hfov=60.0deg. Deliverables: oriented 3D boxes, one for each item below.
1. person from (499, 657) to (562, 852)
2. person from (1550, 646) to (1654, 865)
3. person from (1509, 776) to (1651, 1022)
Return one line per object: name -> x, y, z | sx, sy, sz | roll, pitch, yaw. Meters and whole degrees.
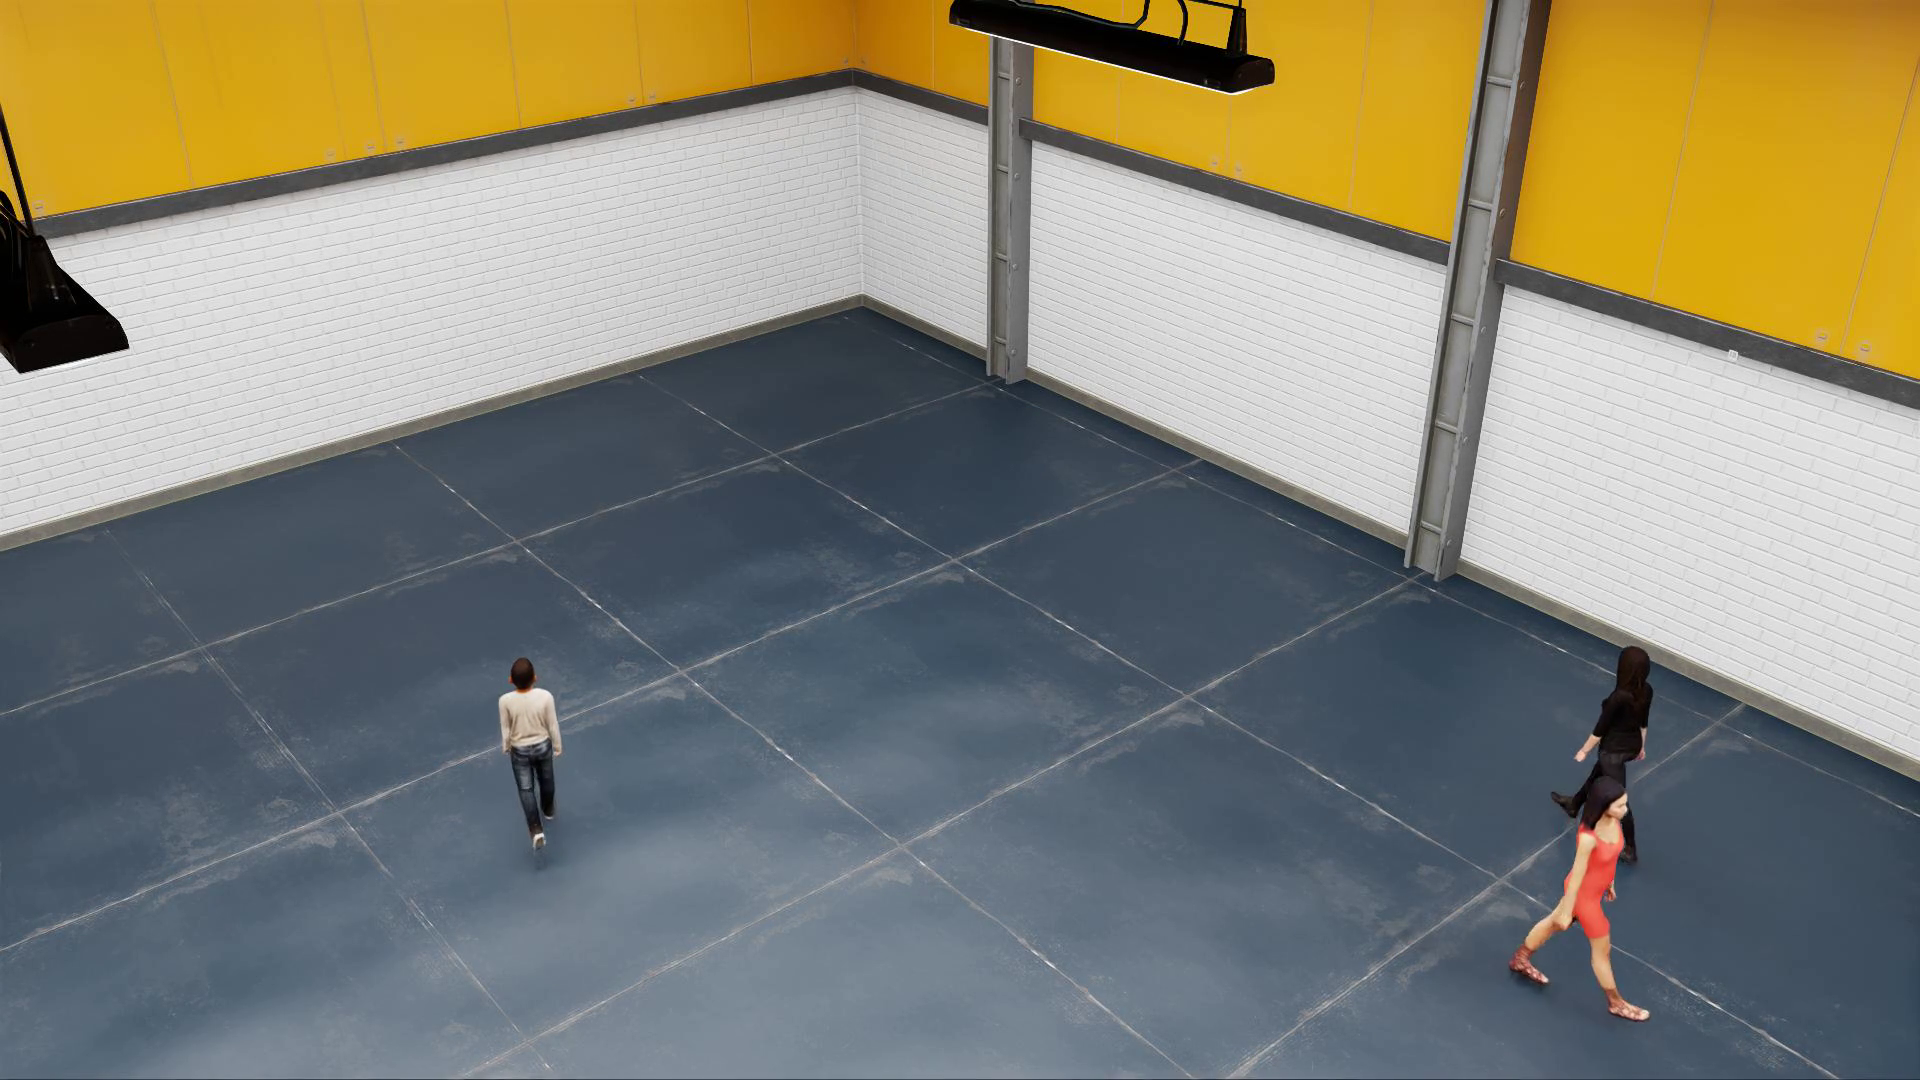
person -> -3.038, 1.518, 11.774 | 0.742, 1.443, 0.998 | -10, 30, -18
person -> 4.648, 1.526, 11.594 | 0.699, 1.602, 1.087 | -16, 33, -27
person -> 3.803, 2.177, 10.335 | 1.179, 1.664, 0.823 | 18, 33, 29
